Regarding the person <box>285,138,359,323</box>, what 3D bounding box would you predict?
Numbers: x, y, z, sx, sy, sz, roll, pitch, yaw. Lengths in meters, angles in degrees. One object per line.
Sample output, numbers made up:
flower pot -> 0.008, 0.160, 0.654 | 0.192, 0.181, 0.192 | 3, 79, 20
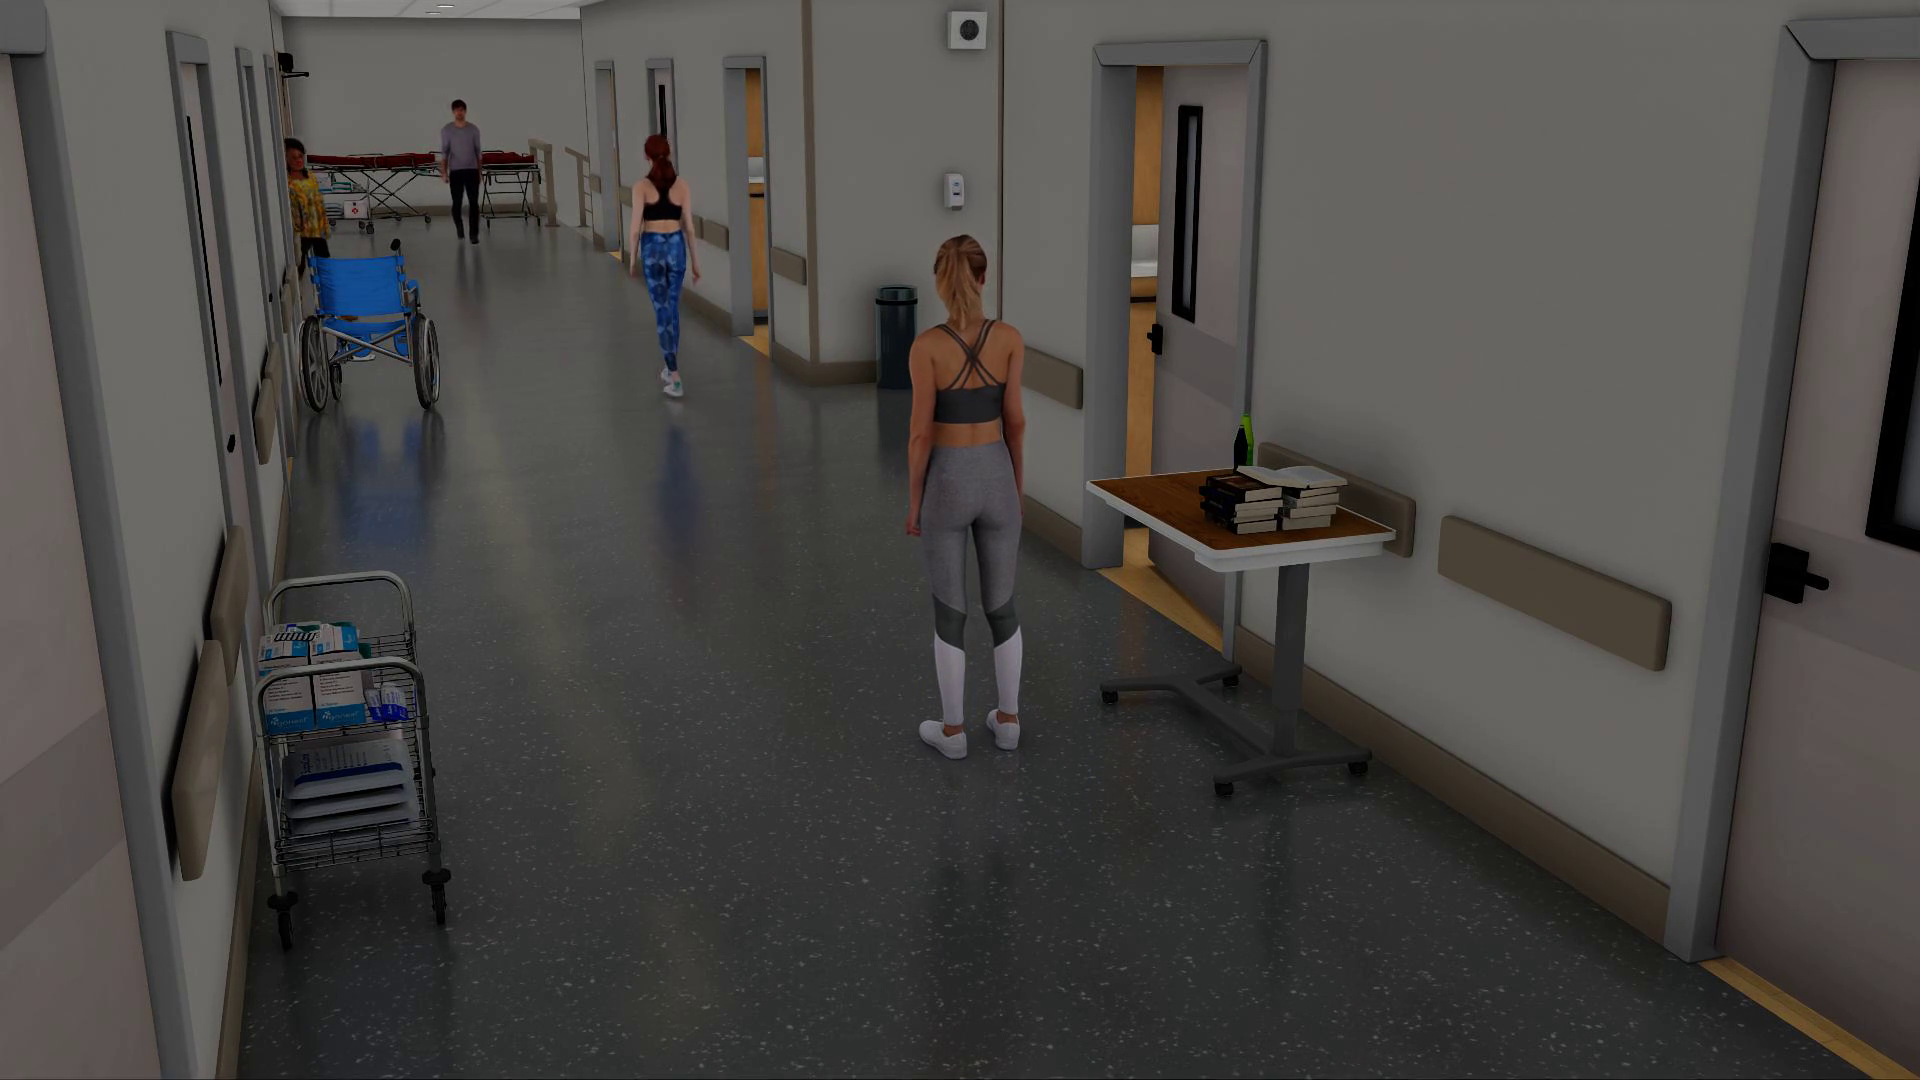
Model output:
person -> -5.775, -2.630, 14.427 | 1.103, 1.623, 1.031 | 8, 17, 25

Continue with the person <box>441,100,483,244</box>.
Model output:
person -> -6.528, -4.822, 21.846 | 0.693, 1.815, 1.104 | -6, 17, -21

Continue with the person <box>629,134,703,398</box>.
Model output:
person -> -2.000, -1.852, 11.412 | 0.672, 1.762, 0.913 | -8, 18, -27

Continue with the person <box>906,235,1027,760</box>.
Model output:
person -> 0.031, -0.130, 5.406 | 0.550, 1.706, 0.503 | -5, 17, -17
